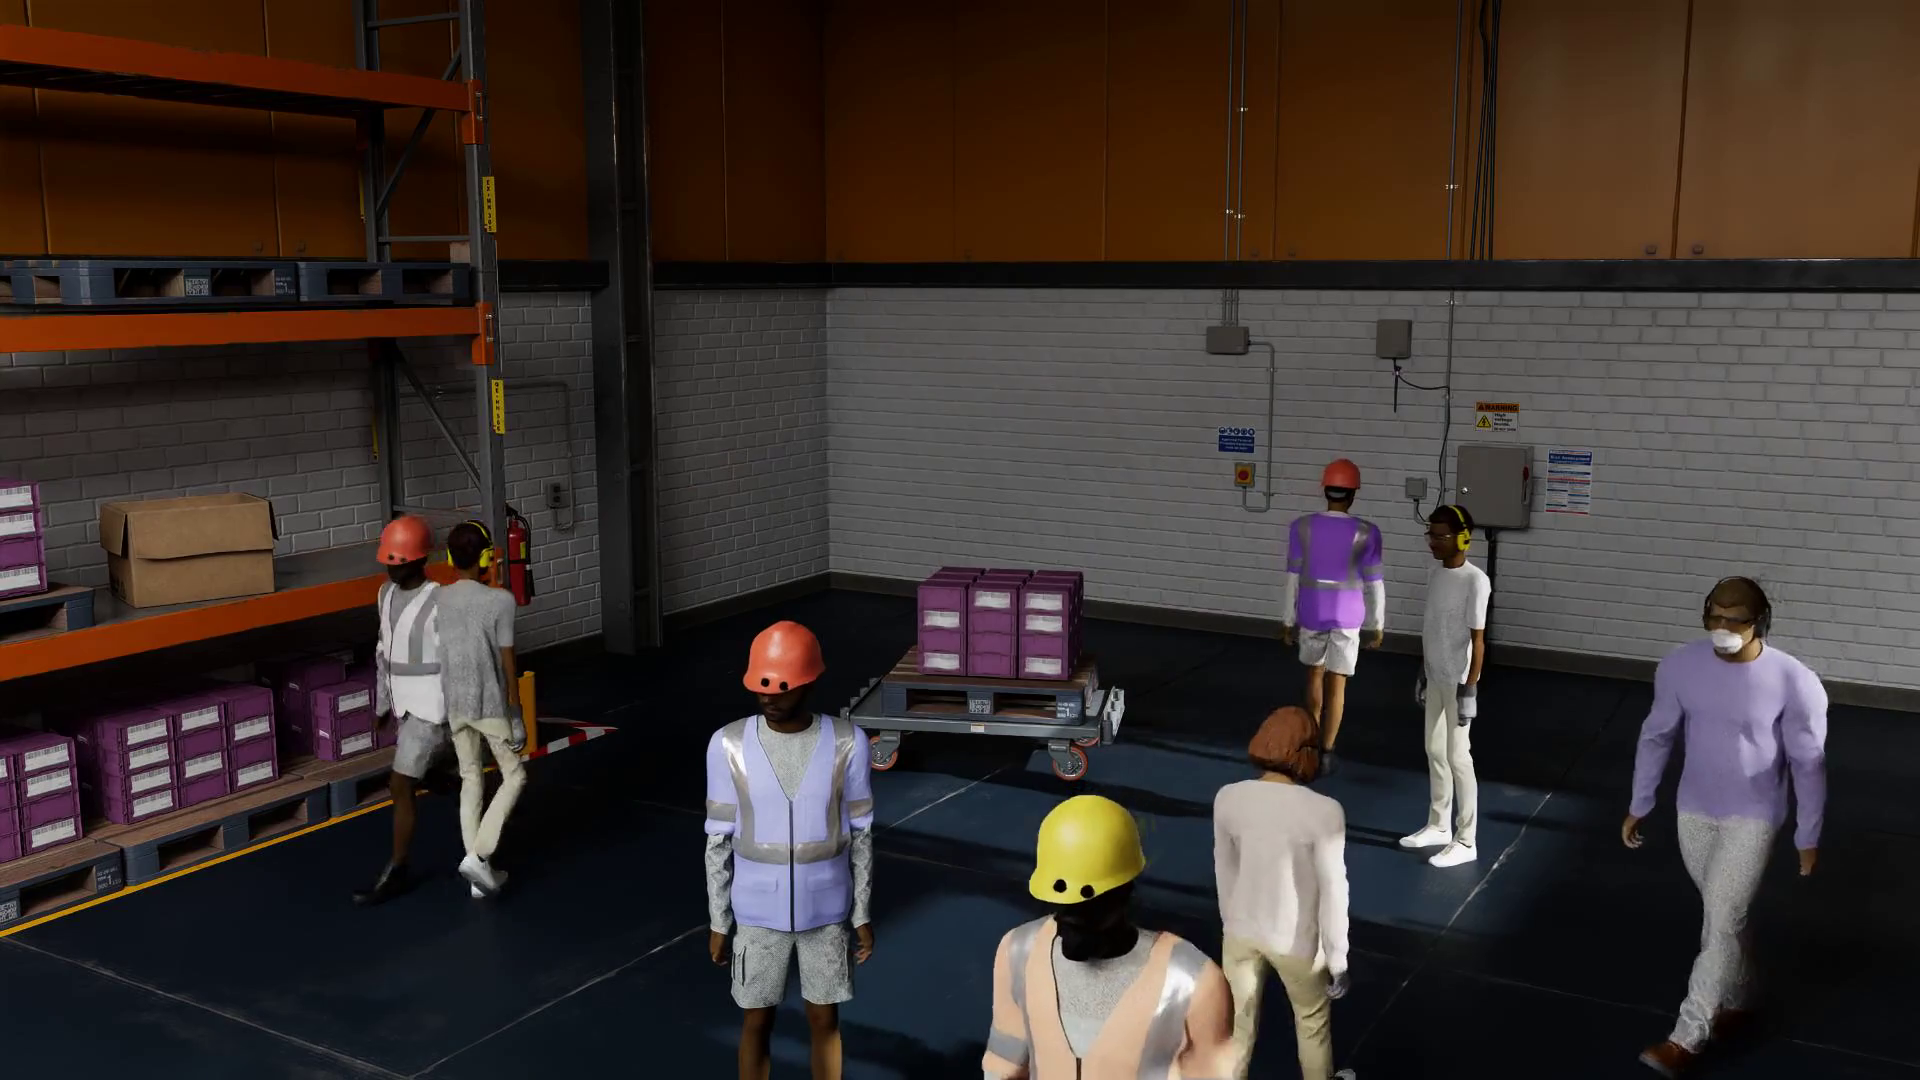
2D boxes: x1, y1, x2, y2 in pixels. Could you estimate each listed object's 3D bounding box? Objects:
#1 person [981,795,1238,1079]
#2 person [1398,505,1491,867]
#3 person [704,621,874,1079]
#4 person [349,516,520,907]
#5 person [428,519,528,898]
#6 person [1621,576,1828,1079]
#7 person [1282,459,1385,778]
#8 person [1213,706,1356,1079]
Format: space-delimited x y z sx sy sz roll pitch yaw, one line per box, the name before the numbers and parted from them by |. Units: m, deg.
person | 0.299 1.493 3.725 0.620 1.903 0.571 7 11 35
person | 2.510 0.738 8.587 0.315 1.860 0.510 -3 9 -15
person | -0.550 1.206 5.426 0.552 1.932 0.365 -1 9 -6
person | -2.581 0.793 8.161 0.543 1.891 0.896 9 12 43
person | -2.325 0.830 8.011 0.551 1.855 0.443 2 9 13
person | 2.840 1.080 6.314 0.989 1.890 0.652 -6 11 -34
person | 2.306 0.455 10.174 0.585 1.910 0.770 4 10 23
person | 1.111 1.347 5.638 0.548 1.572 0.874 7 11 36
